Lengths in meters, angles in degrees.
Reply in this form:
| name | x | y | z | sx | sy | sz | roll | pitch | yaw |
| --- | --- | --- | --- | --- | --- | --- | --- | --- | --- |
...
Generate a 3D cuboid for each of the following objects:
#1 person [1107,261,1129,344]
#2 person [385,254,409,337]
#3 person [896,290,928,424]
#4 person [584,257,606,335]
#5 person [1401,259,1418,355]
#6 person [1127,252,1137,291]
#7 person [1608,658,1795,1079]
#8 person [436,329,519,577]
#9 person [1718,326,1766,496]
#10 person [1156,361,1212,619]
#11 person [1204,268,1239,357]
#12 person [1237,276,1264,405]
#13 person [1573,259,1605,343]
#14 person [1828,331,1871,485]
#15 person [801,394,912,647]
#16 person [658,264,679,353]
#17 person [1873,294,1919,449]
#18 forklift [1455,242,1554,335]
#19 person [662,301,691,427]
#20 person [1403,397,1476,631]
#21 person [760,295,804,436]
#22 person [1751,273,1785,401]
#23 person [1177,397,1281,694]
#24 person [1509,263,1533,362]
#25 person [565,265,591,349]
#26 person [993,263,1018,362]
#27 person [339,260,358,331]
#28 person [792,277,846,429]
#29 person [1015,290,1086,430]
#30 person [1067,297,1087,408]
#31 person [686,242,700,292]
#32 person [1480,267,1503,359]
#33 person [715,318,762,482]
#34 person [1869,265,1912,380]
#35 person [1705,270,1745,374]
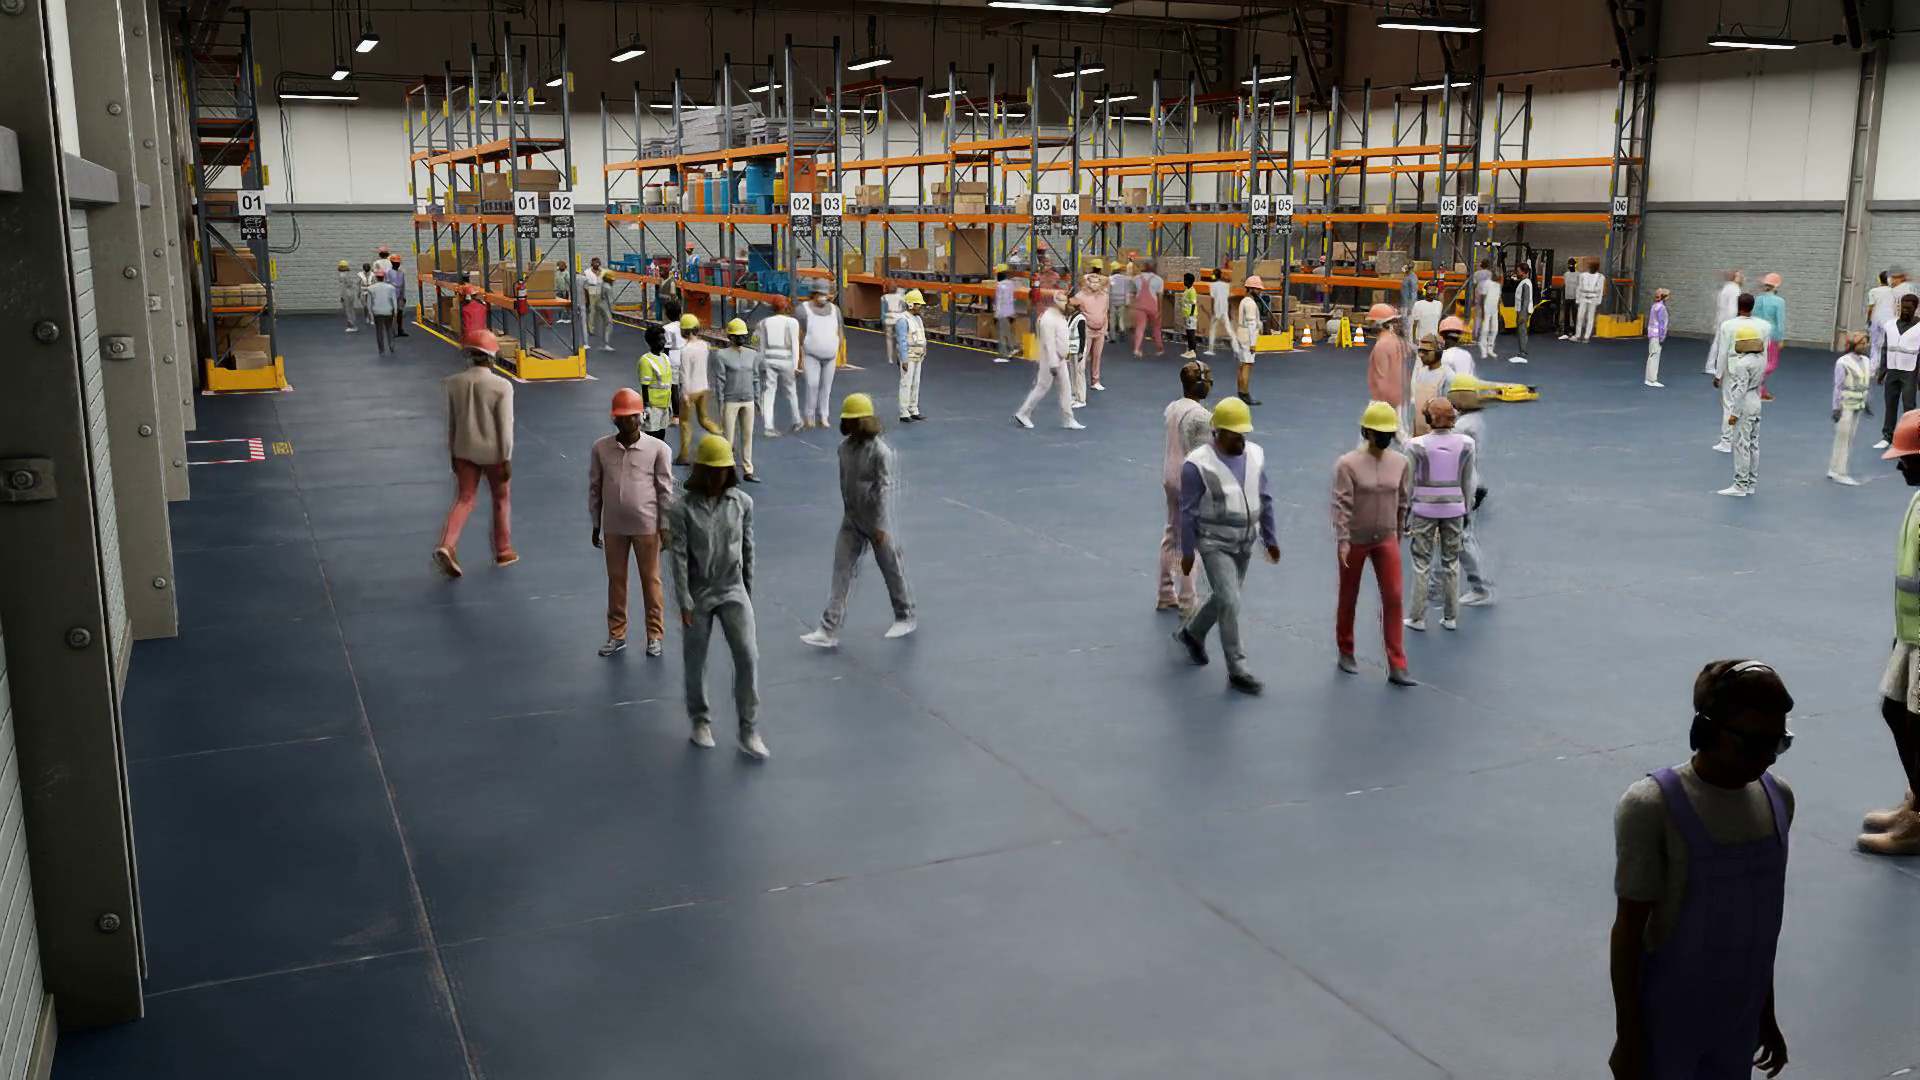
| name | x | y | z | sx | sy | sz | roll | pitch | yaw |
| --- | --- | --- | --- | --- | --- | --- | --- | --- | --- |
| person | 3.413 | -5.210 | 36.565 | 0.619 | 1.818 | 0.421 | -4 | 12 | -20 |
| person | -13.090 | -5.674 | 38.672 | 0.400 | 1.928 | 0.543 | 6 | 13 | 28 |
| person | -0.659 | -2.510 | 22.854 | 0.403 | 1.824 | 0.591 | 5 | 12 | 22 |
| person | -8.608 | -5.770 | 39.360 | 0.571 | 1.840 | 0.373 | -6 | 12 | -26 |
| person | 9.122 | -4.738 | 33.867 | 0.371 | 1.941 | 0.627 | 0 | 11 | 2 |
| person | 4.975 | -7.417 | 47.957 | 0.333 | 1.749 | 0.574 | -2 | 11 | -9 |
| person | 1.806 | 1.176 | 4.068 | 0.505 | 1.840 | 0.346 | -4 | 12 | -21 |
| person | -3.857 | -0.694 | 13.262 | 0.622 | 1.962 | 0.914 | 2 | 11 | 12 |
| person | 8.007 | -1.318 | 17.010 | 0.484 | 1.735 | 0.311 | -10 | 15 | -41 |
| person | 1.630 | -0.359 | 11.893 | 0.348 | 1.838 | 0.502 | -6 | 13 | -27 |
| person | 5.301 | -4.573 | 33.449 | 0.548 | 1.795 | 1.077 | -5 | 12 | -22 |
| person | 4.373 | -3.004 | 25.072 | 0.376 | 1.934 | 0.546 | 0 | 11 | -2 |
| person | 13.936 | -5.277 | 36.831 | 0.612 | 1.851 | 0.515 | 9 | 14 | 37 |
| person | 9.539 | -1.422 | 17.813 | 0.517 | 1.644 | 0.352 | -7 | 13 | -32 |
| person | -0.643 | -0.129 | 11.082 | 0.508 | 1.691 | 0.929 | 9 | 14 | 38 |
| person | -5.973 | -4.732 | 34.114 | 0.384 | 1.833 | 0.560 | -8 | 14 | -36 |
| person | 11.460 | -2.031 | 20.192 | 0.397 | 1.911 | 0.587 | -6 | 13 | -29 |
| forklift | 13.047 | -6.049 | 39.881 | 2.313 | 2.155 | 1.214 | -5 | 12 | -23 |
| person | -3.845 | -2.387 | 22.535 | 0.318 | 1.698 | 0.533 | 7 | 13 | 31 |
| person | 3.274 | -0.173 | 11.456 | 0.516 | 1.631 | 0.332 | 0 | 11 | 0 |
| person | -2.340 | -2.280 | 21.689 | 0.593 | 1.823 | 1.032 | 4 | 12 | 17 |
| person | 12.222 | -3.074 | 25.323 | 0.672 | 1.972 | 0.631 | -3 | 11 | -14 |
| person | 1.595 | -0.009 | 10.231 | 0.642 | 1.792 | 0.859 | -7 | 13 | -31 |
| person | 10.886 | -4.393 | 32.167 | 0.375 | 1.917 | 0.597 | 2 | 11 | 12 |
| person | -8.094 | -4.971 | 35.230 | 0.531 | 1.870 | 0.317 | -2 | 11 | -8 |
| person | 0.820 | -4.369 | 32.083 | 0.417 | 1.902 | 0.598 | 6 | 13 | 28 |
| person | -14.955 | -5.950 | 40.580 | 0.341 | 1.720 | 0.539 | 2 | 11 | 9 |
| person | -1.846 | -2.499 | 22.232 | 0.690 | 2.000 | 0.607 | -5 | 12 | -25 |
| person | 1.189 | -2.401 | 22.183 | 0.926 | 1.872 | 0.653 | 5 | 12 | 24 |
| person | 1.720 | -2.778 | 24.675 | 0.311 | 1.638 | 0.523 | -3 | 12 | -17 |
| person | -7.819 | -7.621 | 48.257 | 0.615 | 2.040 | 0.391 | 6 | 13 | 29 |
| person | 10.519 | -4.510 | 33.090 | 0.591 | 1.811 | 0.369 | -7 | 13 | -31 |
| person | -2.350 | -1.470 | 17.703 | 0.527 | 1.768 | 0.313 | -8 | 14 | -34 |
| person | 16.023 | -3.751 | 28.592 | 0.993 | 2.000 | 0.696 | 3 | 11 | 13 |
| person | 13.822 | -3.862 | 29.605 | 0.979 | 1.868 | 0.649 | 1 | 11 | 7 |
